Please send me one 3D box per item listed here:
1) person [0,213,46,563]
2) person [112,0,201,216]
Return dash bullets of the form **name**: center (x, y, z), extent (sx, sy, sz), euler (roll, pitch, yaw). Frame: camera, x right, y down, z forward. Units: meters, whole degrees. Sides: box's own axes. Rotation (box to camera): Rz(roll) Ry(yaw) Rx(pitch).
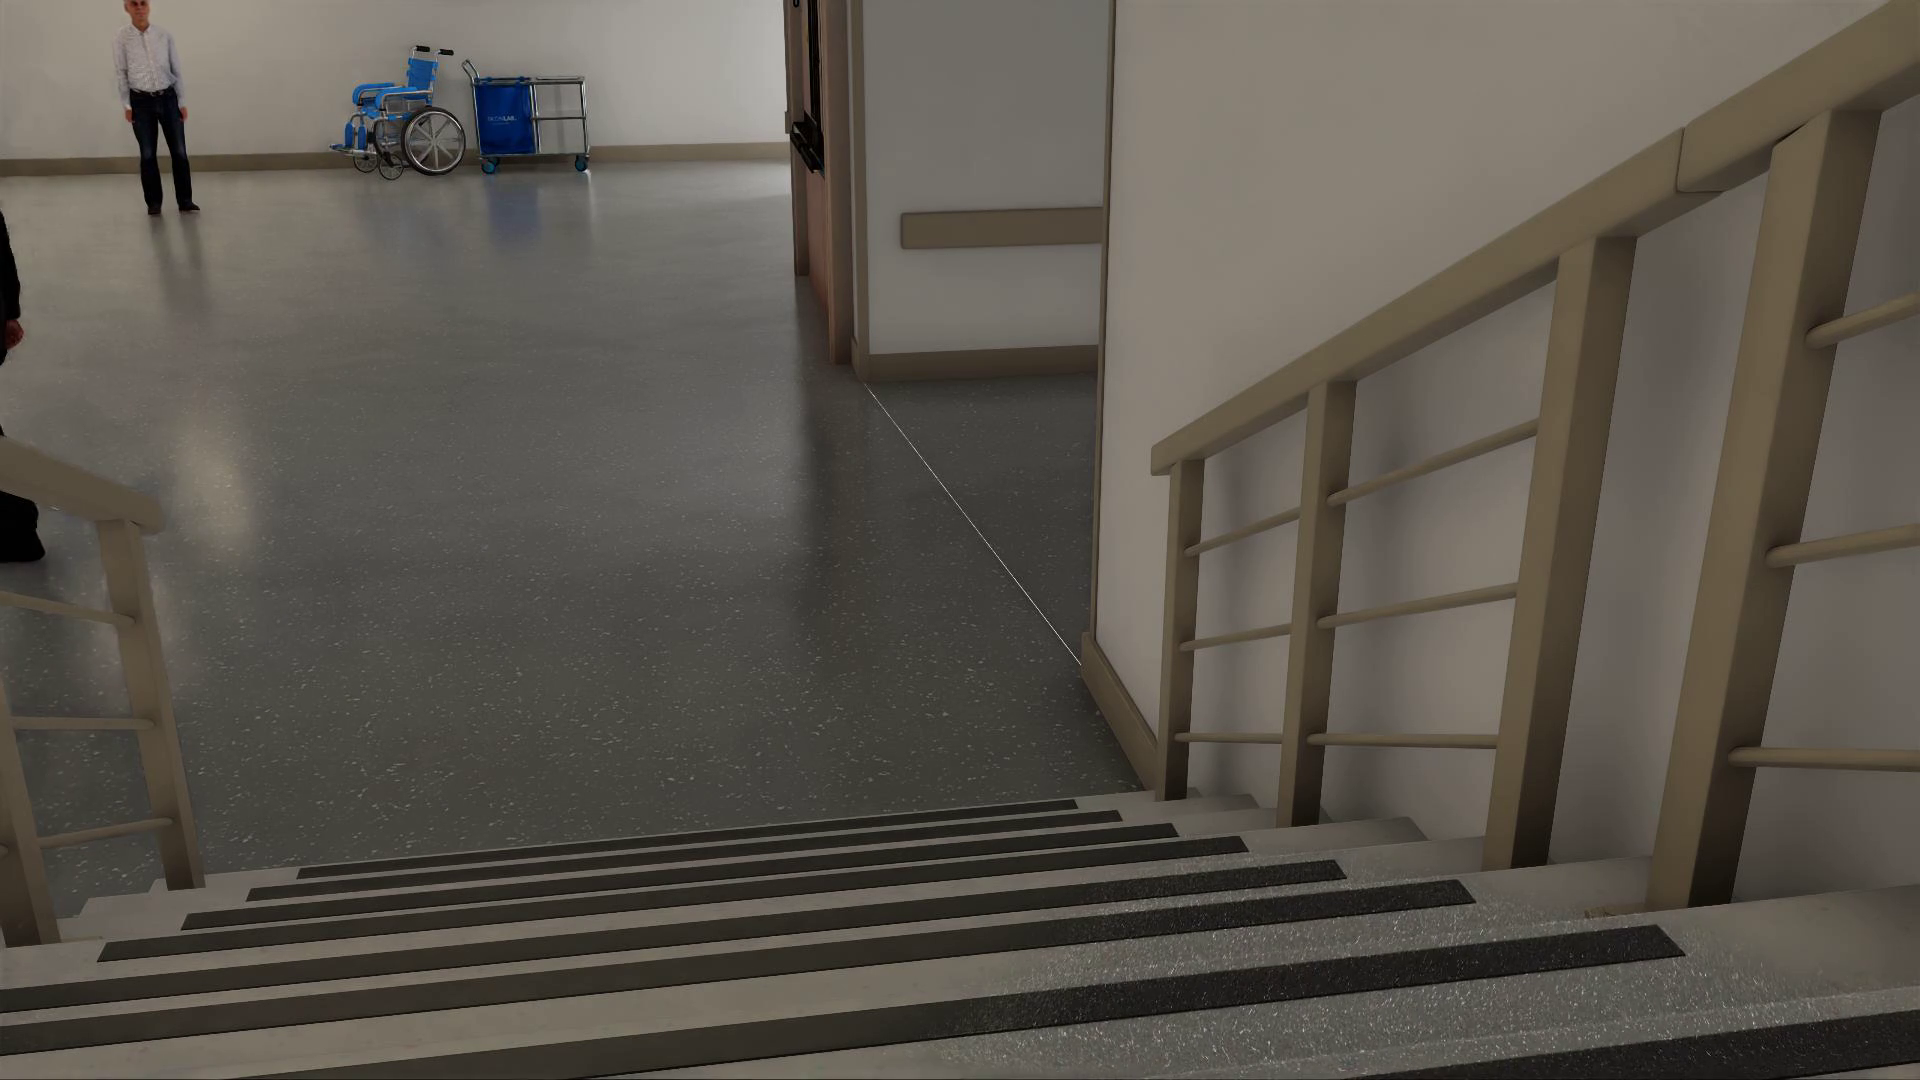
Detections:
- **person**: center (-3.670, -0.797, 6.199), extent (0.894, 1.851, 0.700), euler (0, 21, 1)
- **person**: center (-6.606, -3.594, 13.633), extent (0.722, 1.815, 0.696), euler (-12, 24, -29)
